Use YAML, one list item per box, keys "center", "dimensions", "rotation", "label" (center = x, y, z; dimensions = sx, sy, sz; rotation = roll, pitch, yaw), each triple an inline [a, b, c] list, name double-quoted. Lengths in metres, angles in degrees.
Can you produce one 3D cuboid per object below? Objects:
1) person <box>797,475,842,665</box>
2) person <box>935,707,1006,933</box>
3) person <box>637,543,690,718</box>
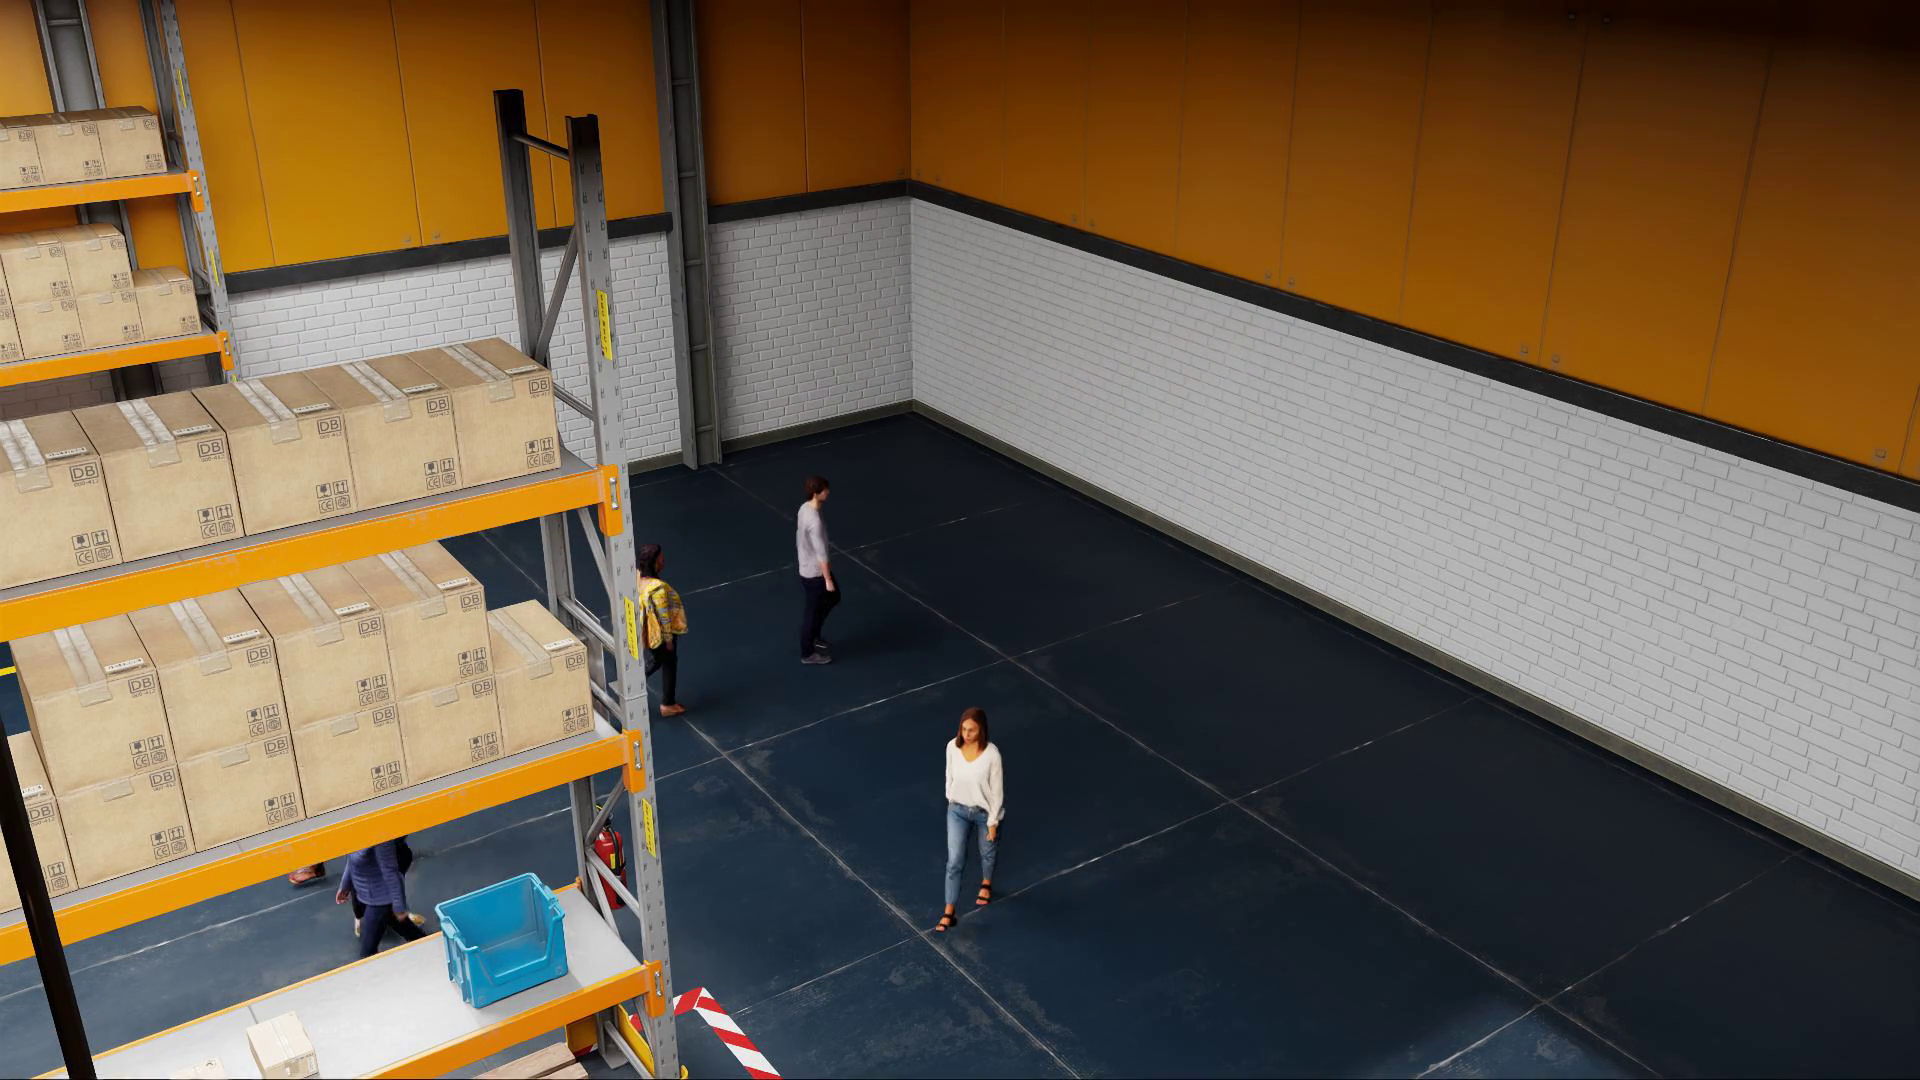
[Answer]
- center: [-1.413, 0.287, 15.170]
  dimensions: [0.807, 1.831, 0.795]
  rotation: [-2, 24, -5]
  label: "person"
- center: [0.147, 1.884, 11.734]
  dimensions: [0.932, 1.657, 1.078]
  rotation: [9, 25, 20]
  label: "person"
- center: [-2.651, 0.813, 14.203]
  dimensions: [0.836, 1.642, 0.695]
  rotation: [-16, 28, -32]
  label: "person"
